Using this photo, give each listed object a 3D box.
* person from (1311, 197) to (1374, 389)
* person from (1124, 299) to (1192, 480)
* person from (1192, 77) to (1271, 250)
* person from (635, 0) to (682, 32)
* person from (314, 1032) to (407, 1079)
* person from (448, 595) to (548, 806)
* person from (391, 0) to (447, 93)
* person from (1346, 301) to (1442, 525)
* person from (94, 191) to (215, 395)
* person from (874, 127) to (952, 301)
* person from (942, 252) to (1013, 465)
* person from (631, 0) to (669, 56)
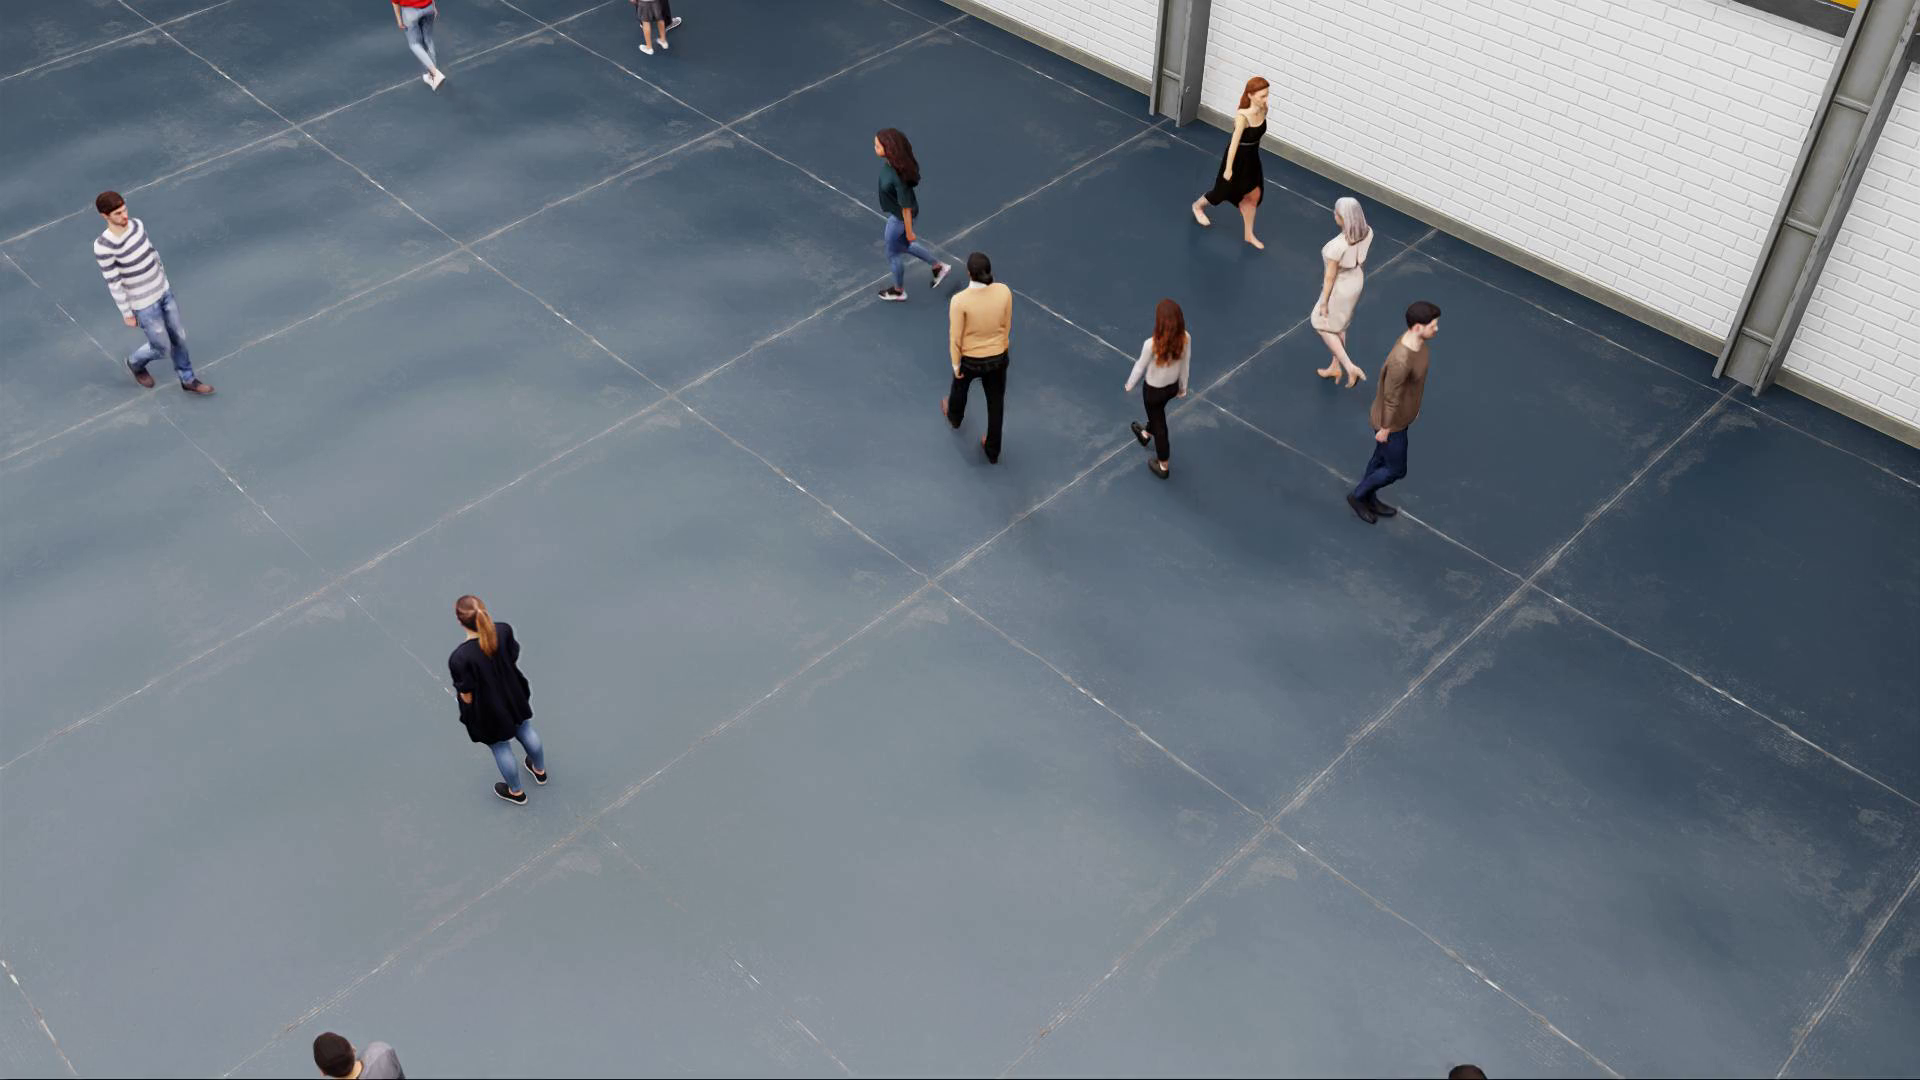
[{"bbox_3d":[2.985,-1.830,12.820,0.697,1.720,0.833,-23,48,-22],"label":"person"},{"bbox_3d":[1.517,-1.067,12.209,0.717,1.457,0.918,-21,48,-21],"label":"person"},{"bbox_3d":[2.392,-3.341,14.507,0.671,1.580,1.057,-29,51,-27],"label":"person"},{"bbox_3d":[-3.281,-6.243,17.356,0.646,1.853,0.806,14,45,14],"label":"person"},{"bbox_3d":[-2.727,2.831,7.898,0.717,1.761,0.702,9,44,9],"label":"person"},{"bbox_3d":[-2.765,0.953,9.926,0.585,1.683,0.650,29,51,27],"label":"person"},{"bbox_3d":[-5.303,-5.181,16.360,0.633,1.689,0.819,-32,52,-29],"label":"person"},{"bbox_3d":[2.986,-0.913,11.746,0.746,1.873,0.744,16,46,17],"label":"person"},{"bbox_3d":[-6.323,-1.883,12.793,1.000,1.835,0.871,13,45,13],"label":"person"},{"bbox_3d":[-0.412,-2.690,13.816,0.949,1.591,0.901,-6,44,-6],"label":"person"},{"bbox_3d":[0.189,-1.300,12.261,0.962,1.724,1.127,-10,45,-10],"label":"person"},{"bbox_3d":[-3.203,-5.654,17.158,0.530,1.274,0.520,-32,52,-29],"label":"person"}]
